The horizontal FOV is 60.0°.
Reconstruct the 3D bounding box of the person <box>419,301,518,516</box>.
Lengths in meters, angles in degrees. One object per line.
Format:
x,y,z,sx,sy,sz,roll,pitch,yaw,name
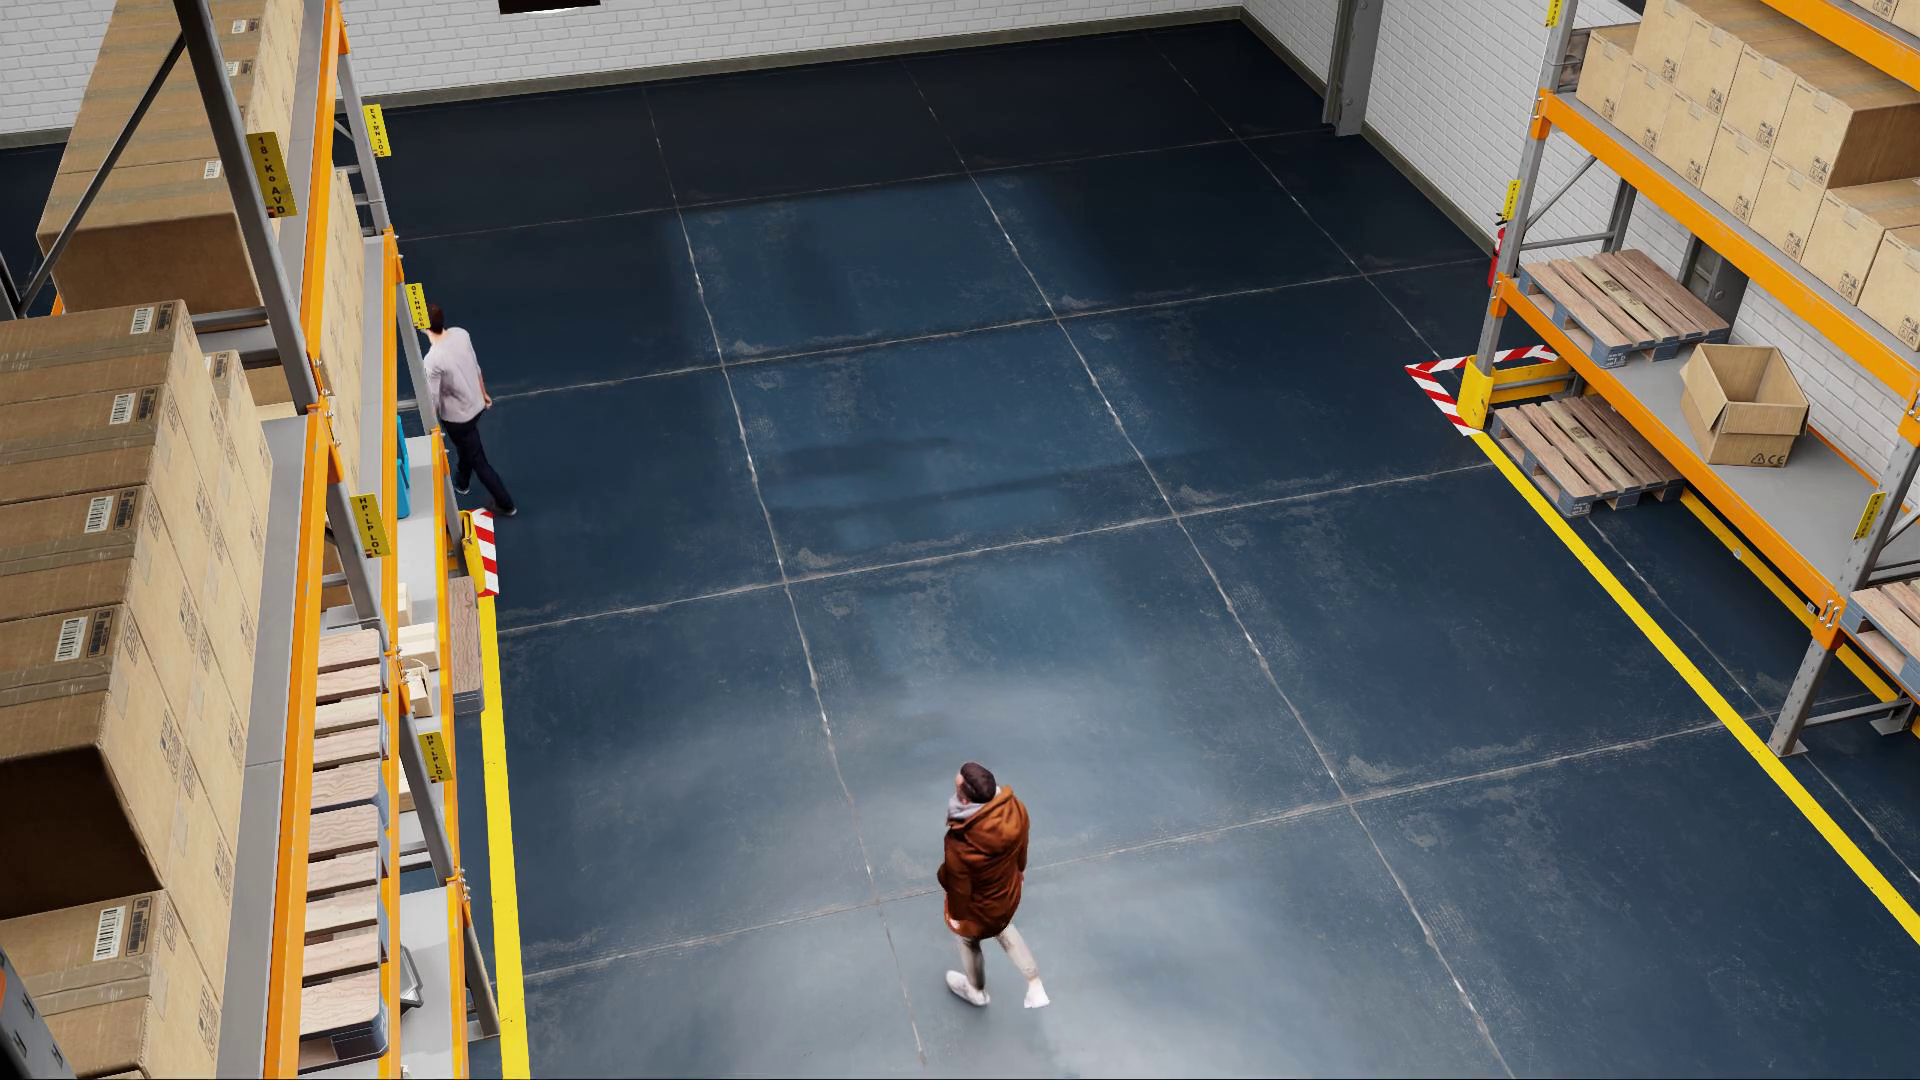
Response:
-3.533,-0.910,12.072,1.052,1.811,1.056,12,40,15,person

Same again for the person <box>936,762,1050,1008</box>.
0.180,1.874,8.577,0.942,1.820,1.038,-32,48,-33,person
